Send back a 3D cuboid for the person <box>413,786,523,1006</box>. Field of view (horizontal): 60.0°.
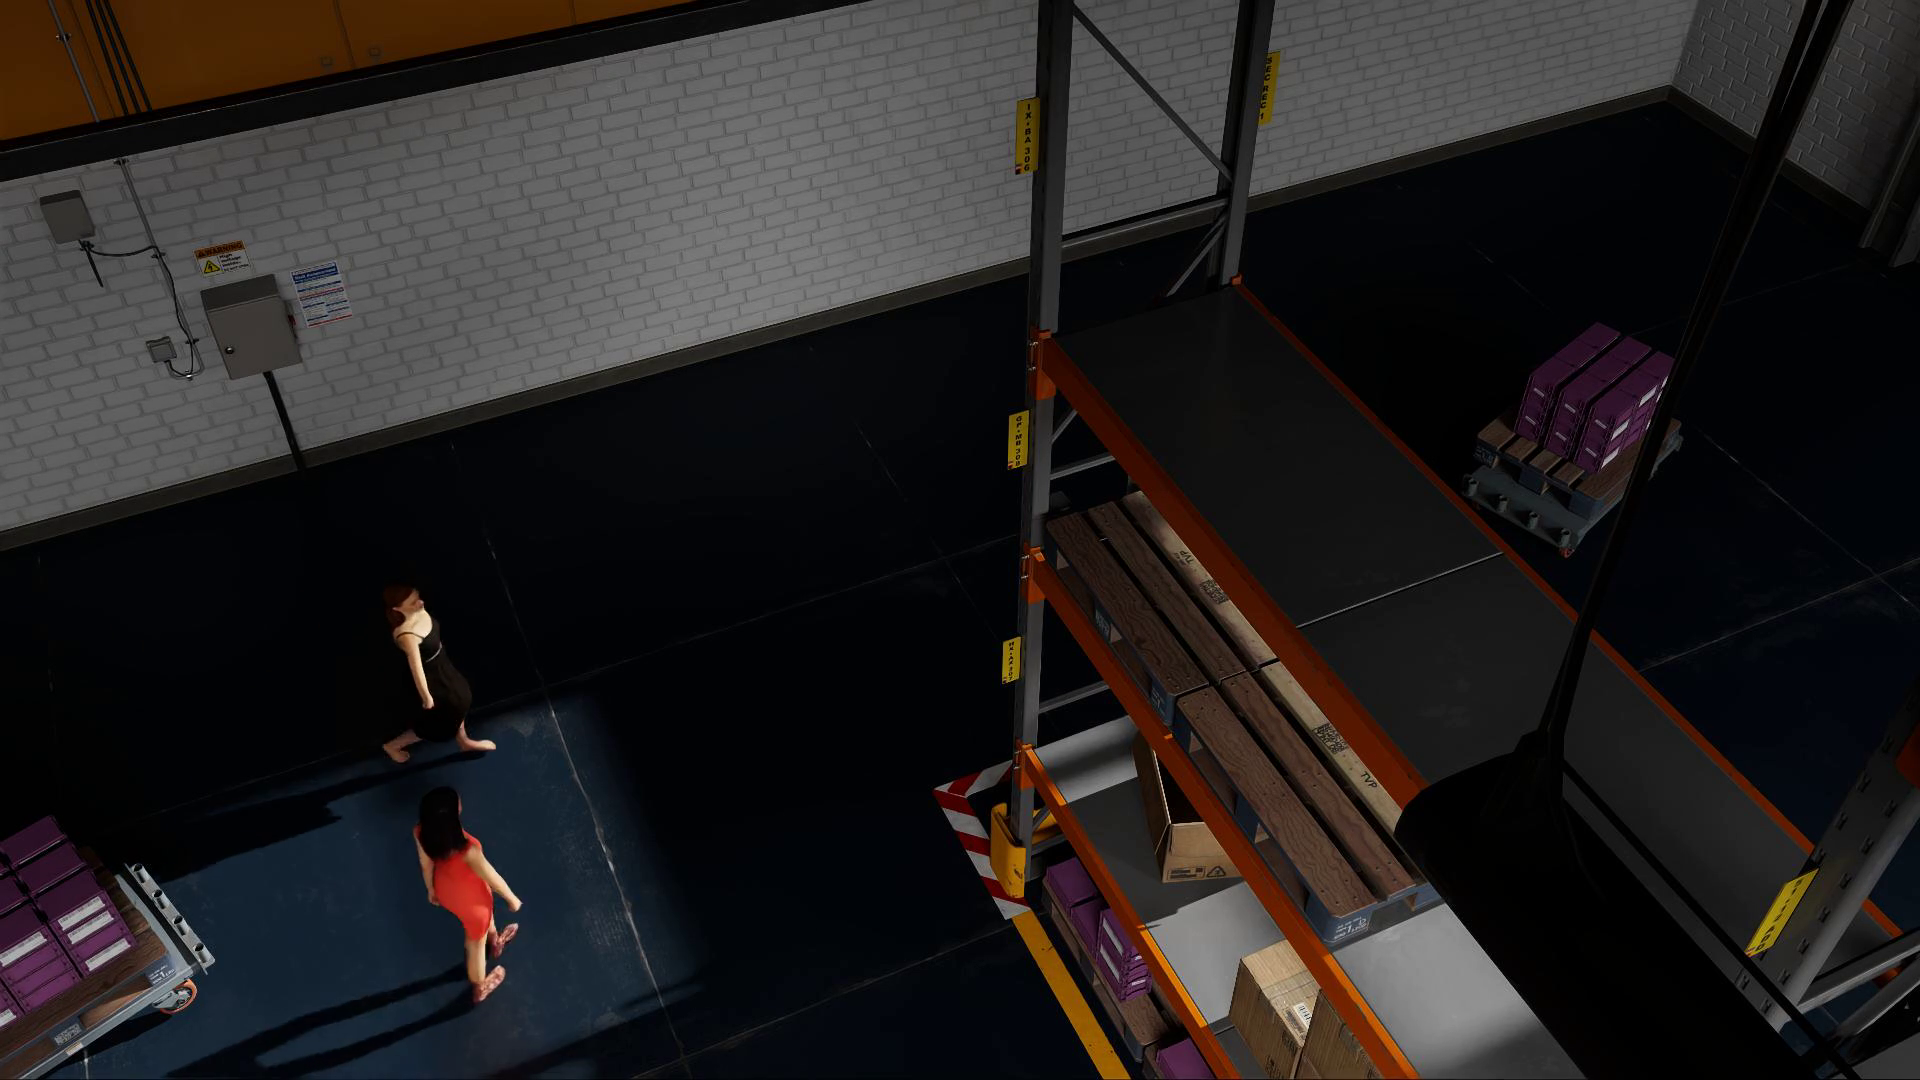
[{"bbox_3d":[-2.702,1.967,8.906,0.845,1.701,0.897,19,47,19],"label":"person"}]

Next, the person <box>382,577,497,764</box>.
[{"bbox_3d":[-3.334,0.834,10.163,0.806,1.607,0.892,-6,44,-7],"label":"person"}]
